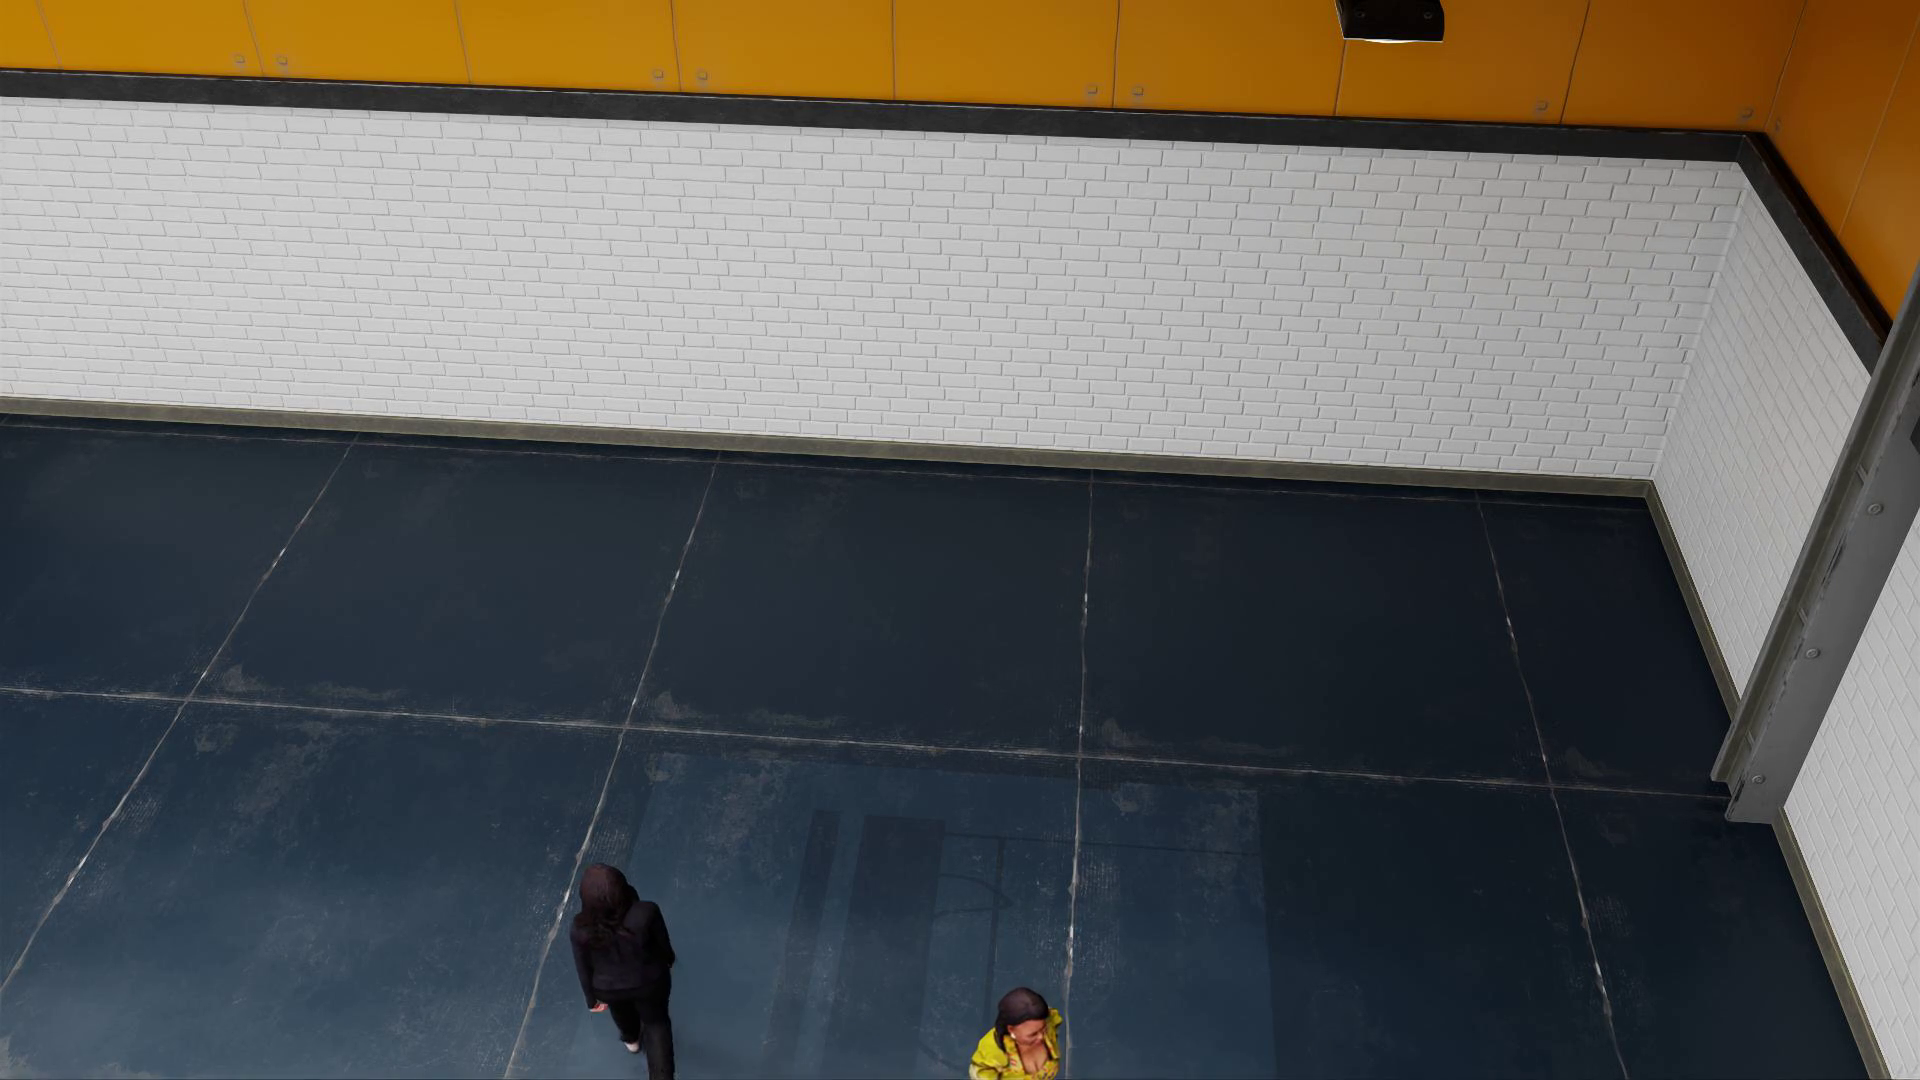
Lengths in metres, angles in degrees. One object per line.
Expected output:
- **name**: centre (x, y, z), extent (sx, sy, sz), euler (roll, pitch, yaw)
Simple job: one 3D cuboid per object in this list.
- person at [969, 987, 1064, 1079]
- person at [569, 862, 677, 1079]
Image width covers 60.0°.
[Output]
- **person**: centre (0.254, 2.656, 7.887), extent (0.994, 1.654, 1.072), euler (-31, 48, -33)
- **person**: centre (-1.656, 2.277, 8.415), extent (0.844, 1.586, 1.120), euler (-8, 39, -10)
